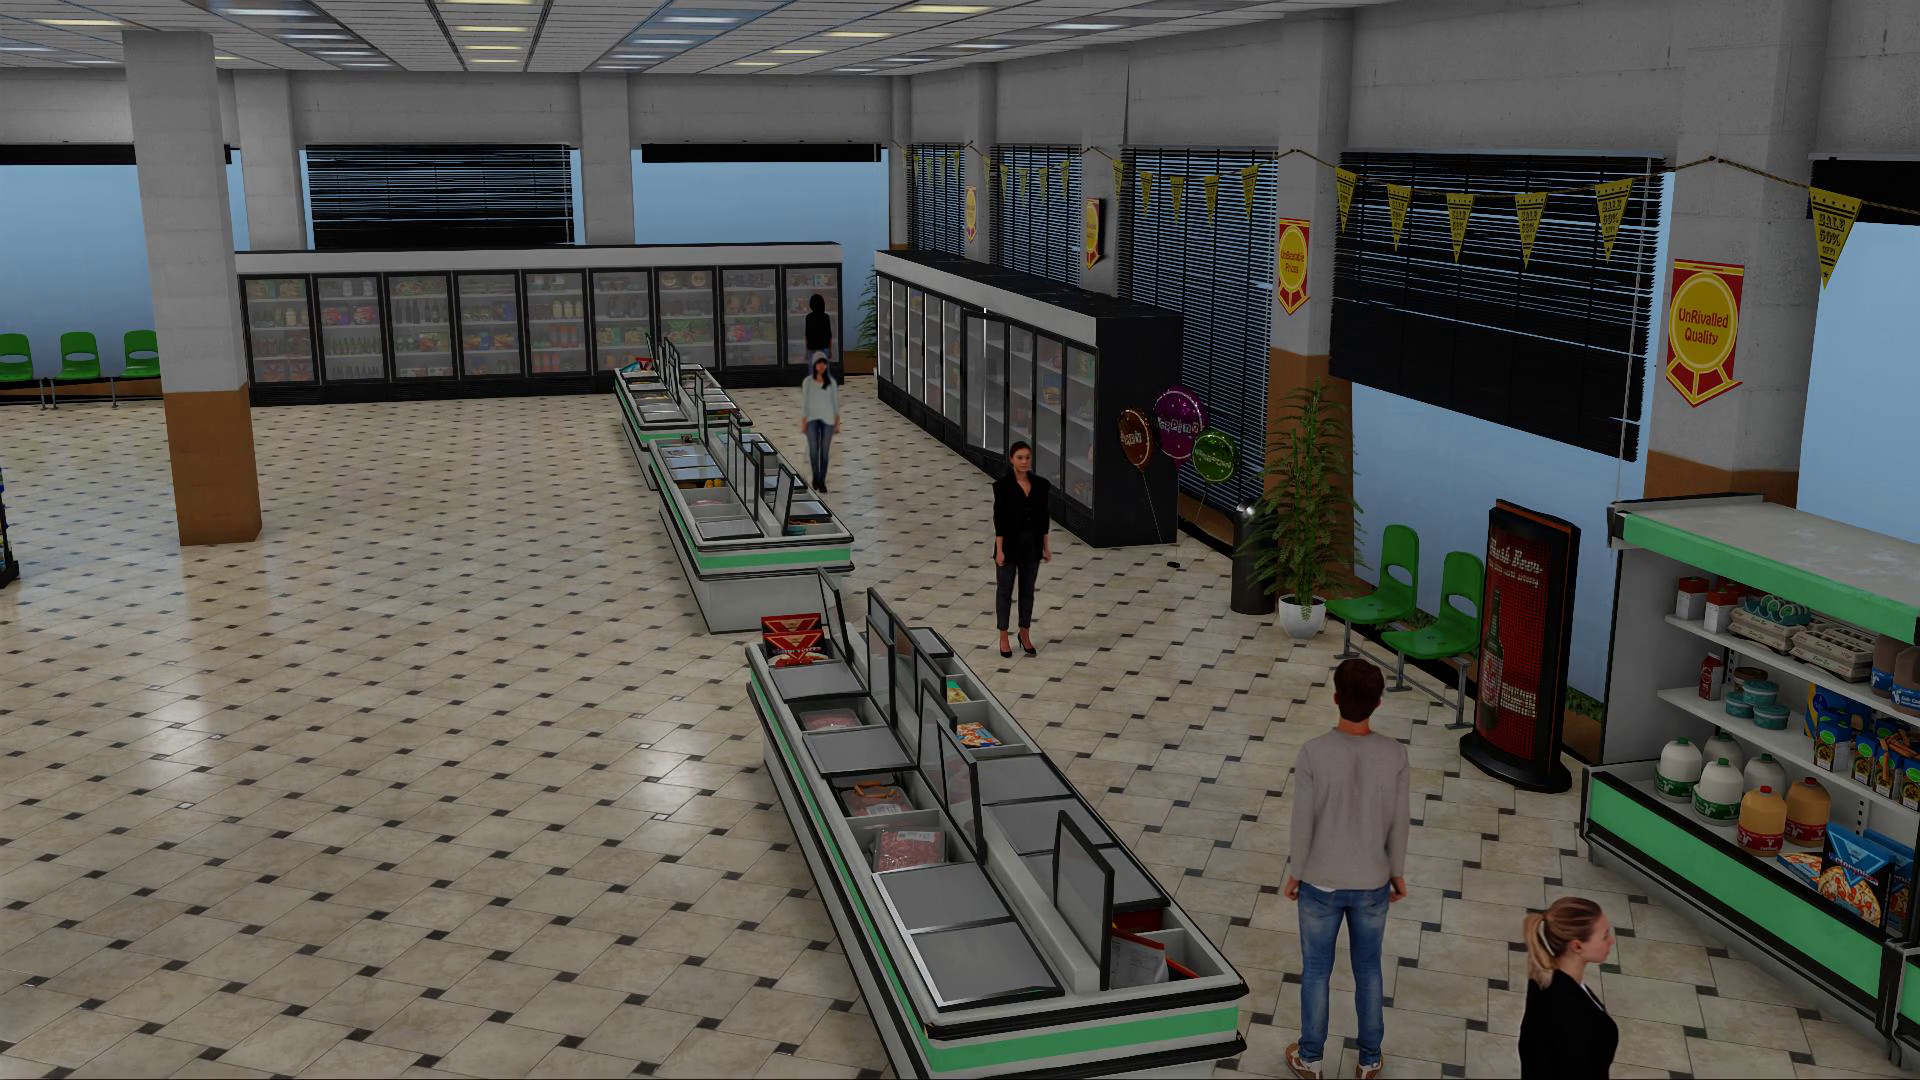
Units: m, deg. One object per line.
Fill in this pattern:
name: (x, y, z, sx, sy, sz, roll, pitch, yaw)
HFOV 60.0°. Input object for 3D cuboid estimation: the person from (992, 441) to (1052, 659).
person: (0.462, 0.061, 13.091, 0.677, 1.719, 0.614, -6, 15, -24)

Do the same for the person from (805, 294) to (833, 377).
person: (-2.157, -2.883, 25.265, 0.569, 1.701, 0.530, -3, 14, -13)

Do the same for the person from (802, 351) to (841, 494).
person: (-1.622, -1.360, 19.124, 0.594, 1.637, 0.576, -3, 14, -11)

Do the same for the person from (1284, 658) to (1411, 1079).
person: (1.641, 1.427, 7.068, 0.733, 1.904, 0.680, 1, 14, 2)

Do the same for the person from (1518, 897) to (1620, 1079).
person: (1.905, 1.940, 5.372, 0.742, 1.706, 0.576, 0, 14, 2)
